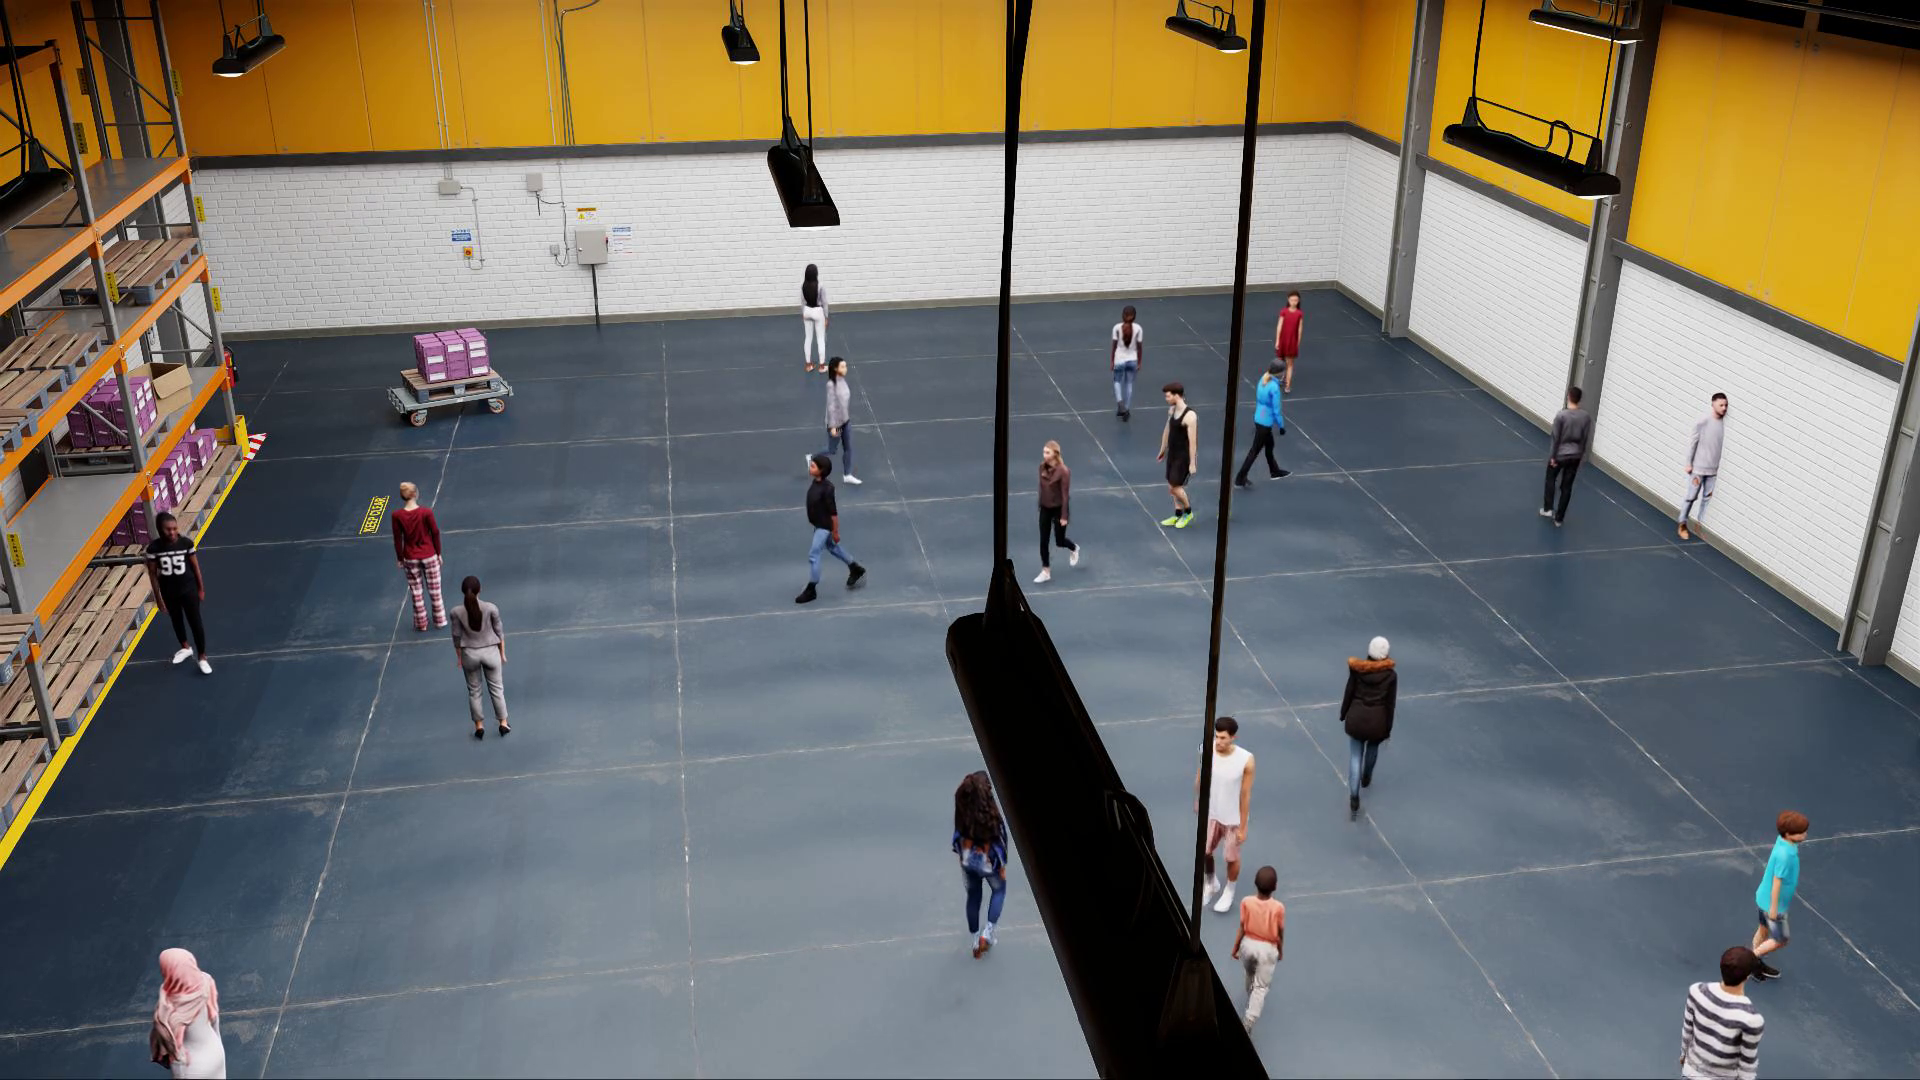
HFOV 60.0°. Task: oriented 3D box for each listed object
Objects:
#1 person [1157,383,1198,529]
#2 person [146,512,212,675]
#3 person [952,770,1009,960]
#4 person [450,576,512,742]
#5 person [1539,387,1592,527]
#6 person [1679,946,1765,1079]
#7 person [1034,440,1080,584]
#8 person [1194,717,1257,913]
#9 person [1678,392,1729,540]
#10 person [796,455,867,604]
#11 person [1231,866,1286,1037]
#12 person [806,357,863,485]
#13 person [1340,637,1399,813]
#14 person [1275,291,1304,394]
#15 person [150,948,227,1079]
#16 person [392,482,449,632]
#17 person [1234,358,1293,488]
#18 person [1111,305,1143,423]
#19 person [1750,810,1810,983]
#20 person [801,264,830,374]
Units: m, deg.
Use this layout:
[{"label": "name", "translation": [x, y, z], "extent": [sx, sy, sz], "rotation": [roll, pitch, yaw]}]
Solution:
[{"label": "person", "translation": [2.725, -1.031, 20.304], "extent": [0.851, 1.863, 0.688], "rotation": [-8, 25, -18]}, {"label": "person", "translation": [-7.991, 0.510, 16.971], "extent": [0.719, 1.708, 0.907], "rotation": [-7, 25, -16]}, {"label": "person", "translation": [0.136, 2.486, 12.574], "extent": [0.749, 1.611, 0.783], "rotation": [10, 26, 22]}, {"label": "person", "translation": [-4.507, 1.109, 15.640], "extent": [0.613, 1.678, 0.582], "rotation": [-5, 24, -11]}, {"label": "person", "translation": [7.445, -0.997, 20.371], "extent": [0.720, 1.748, 0.765], "rotation": [3, 24, 7]}, {"label": "person", "translation": [4.615, 3.356, 10.300], "extent": [0.857, 1.838, 0.758], "rotation": [-17, 29, -33]}, {"label": "person", "translation": [1.124, -0.343, 18.947], "extent": [0.966, 1.688, 0.993], "rotation": [19, 30, 37]}, {"label": "person", "translation": [2.151, 2.127, 13.200], "extent": [0.800, 1.767, 0.850], "rotation": [13, 27, 27]}, {"label": "person", "translation": [9.006, -0.915, 20.073], "extent": [0.709, 1.836, 0.612], "rotation": [0, 24, -1]}, {"label": "person", "translation": [-1.432, -0.148, 18.536], "extent": [0.922, 1.661, 1.162], "rotation": [-14, 27, -28]}, {"label": "person", "translation": [2.133, 2.955, 11.893], "extent": [0.814, 1.297, 0.927], "rotation": [11, 26, 23]}, {"label": "person", "translation": [-1.664, -1.550, 21.677], "extent": [1.030, 1.714, 1.022], "rotation": [11, 26, 24]}, {"label": "person", "translation": [3.551, 1.625, 14.554], "extent": [0.923, 1.602, 1.137], "rotation": [7, 25, 15]}, {"label": "person", "translation": [5.001, -3.066, 25.387], "extent": [0.785, 1.522, 1.132], "rotation": [4, 24, 9]}, {"label": "person", "translation": [-4.784, 3.308, 10.452], "extent": [0.786, 1.804, 0.678], "rotation": [6, 24, 14]}, {"label": "person", "translation": [-5.773, 0.165, 17.769], "extent": [0.622, 1.703, 0.494], "rotation": [-5, 24, -12]}, {"label": "person", "translation": [3.854, -1.461, 21.427], "extent": [0.680, 1.752, 0.970], "rotation": [-6, 24, -14]}, {"label": "person", "translation": [2.384, -2.510, 23.879], "extent": [0.655, 1.709, 0.681], "rotation": [1, 24, 1]}, {"label": "person", "translation": [6.021, 2.640, 12.425], "extent": [0.699, 1.447, 0.627], "rotation": [12, 26, 25]}, {"label": "person", "translation": [-2.287, -3.500, 26.127], "extent": [0.667, 1.724, 0.684], "rotation": [10, 26, 22]}]
